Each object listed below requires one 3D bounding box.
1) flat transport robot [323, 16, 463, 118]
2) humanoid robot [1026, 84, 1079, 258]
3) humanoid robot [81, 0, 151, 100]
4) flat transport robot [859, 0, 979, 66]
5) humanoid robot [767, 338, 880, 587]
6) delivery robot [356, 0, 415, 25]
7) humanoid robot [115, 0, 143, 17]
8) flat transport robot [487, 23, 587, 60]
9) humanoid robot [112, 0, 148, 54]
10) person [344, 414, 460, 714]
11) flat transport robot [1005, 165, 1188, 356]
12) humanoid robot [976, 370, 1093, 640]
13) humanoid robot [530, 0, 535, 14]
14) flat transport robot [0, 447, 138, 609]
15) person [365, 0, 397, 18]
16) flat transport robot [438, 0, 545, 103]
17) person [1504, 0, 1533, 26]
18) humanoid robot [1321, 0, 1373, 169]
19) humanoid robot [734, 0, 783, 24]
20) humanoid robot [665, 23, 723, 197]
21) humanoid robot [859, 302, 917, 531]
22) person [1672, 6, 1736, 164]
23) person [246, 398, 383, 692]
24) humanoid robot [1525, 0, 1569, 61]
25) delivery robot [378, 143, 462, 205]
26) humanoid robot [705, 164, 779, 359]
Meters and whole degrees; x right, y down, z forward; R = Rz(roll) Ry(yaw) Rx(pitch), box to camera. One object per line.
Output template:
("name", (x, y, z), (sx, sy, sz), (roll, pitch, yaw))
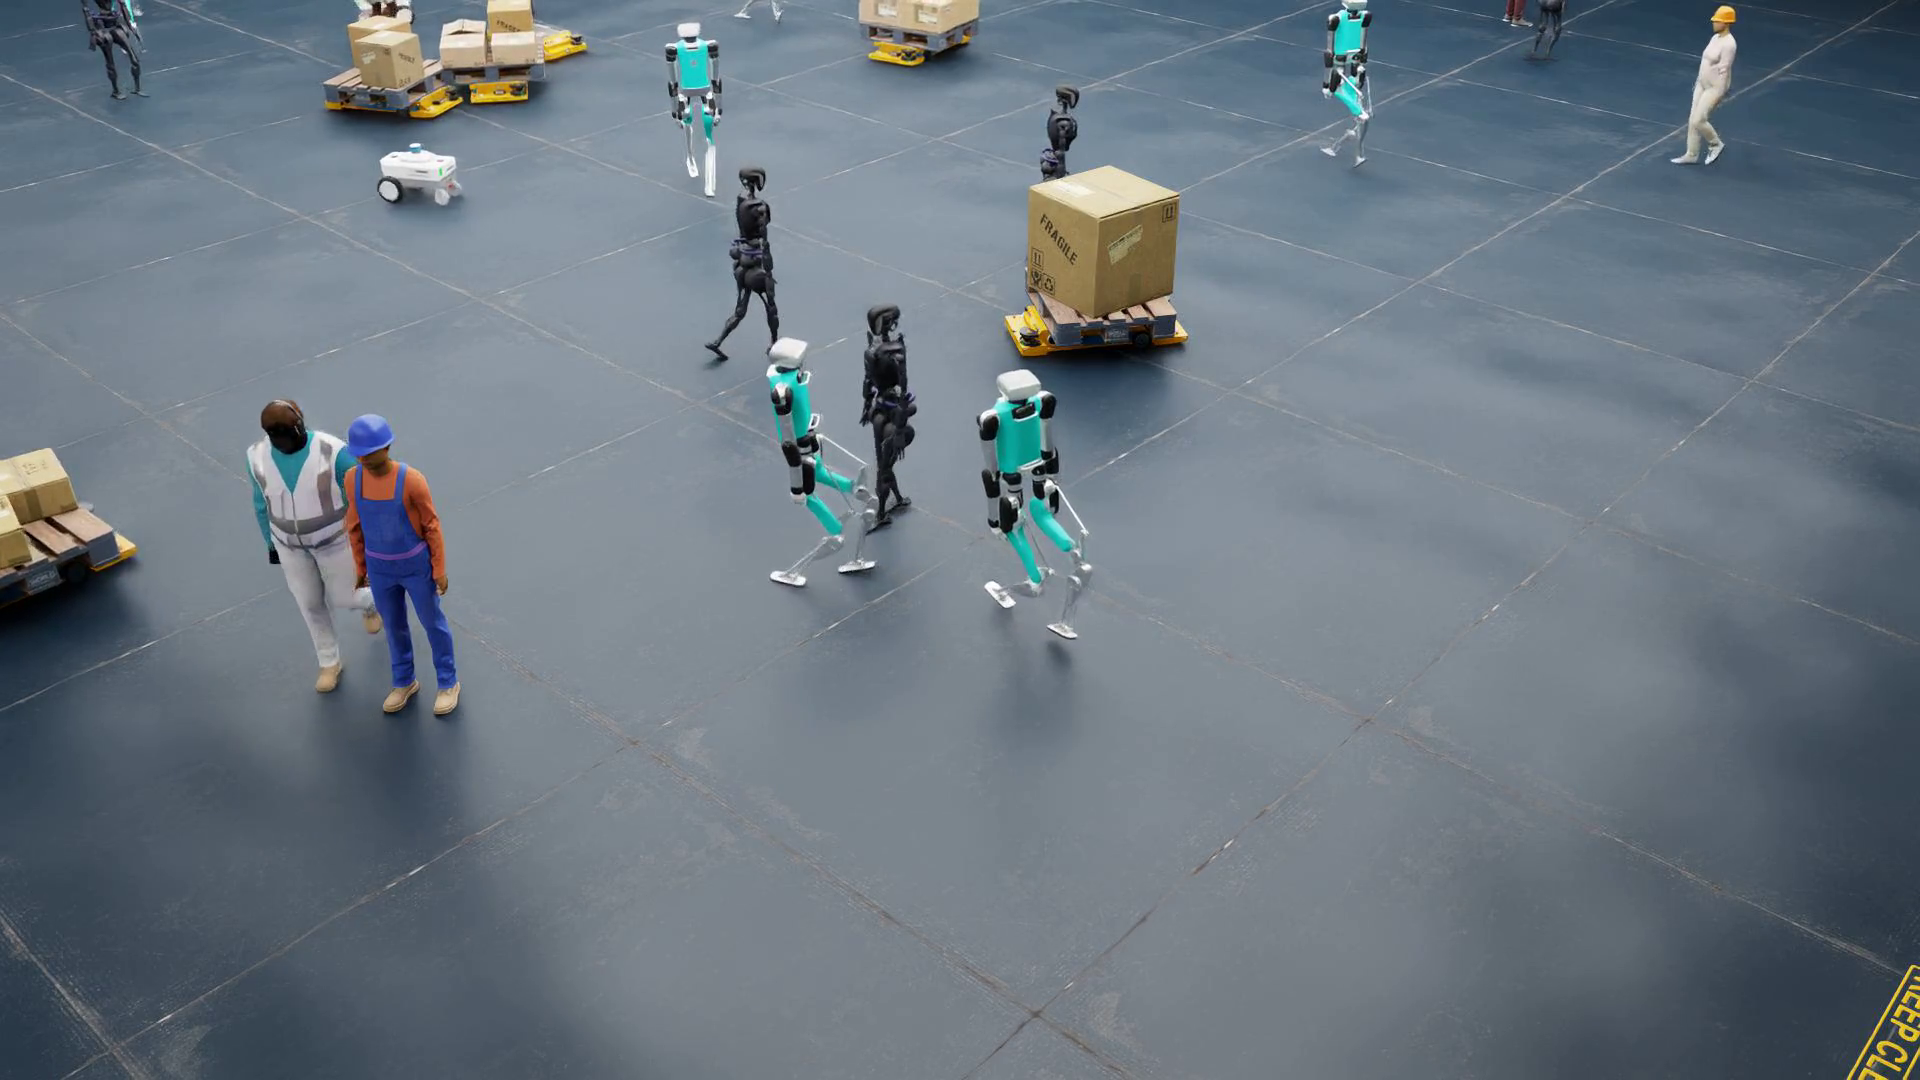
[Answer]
("flat transport robot", (-6.642, -5.172, 19.482), (1.431, 0.231, 0.659), (9, 33, 14))
("humanoid robot", (0.845, -3.382, 15.276), (0.446, 1.634, 0.587), (0, 32, 0))
("humanoid robot", (-9.939, -5.986, 19.458), (0.486, 1.645, 0.608), (17, 36, 26))
("flat transport robot", (-0.511, -6.413, 21.480), (0.659, 0.231, 1.431), (18, 36, 26))
("humanoid robot", (-0.797, -0.439, 10.503), (0.889, 1.778, 0.578), (2, 32, 3))
("delivery robot", (-7.808, -7.273, 22.605), (0.794, 0.606, 0.499), (-11, 33, -17))
("humanoid robot", (-11.569, -8.004, 22.641), (0.553, 1.777, 0.679), (-8, 33, -13))
("flat transport robot", (-5.609, -6.508, 21.634), (1.431, 0.231, 0.659), (20, 37, 29))
("humanoid robot", (-10.680, -6.937, 20.994), (0.544, 1.866, 0.669), (-12, 34, -18))
("person", (-3.155, 0.144, 9.367), (0.536, 1.908, 0.360), (3, 32, 5))
("flat transport robot", (1.146, -1.836, 14.111), (1.431, 0.231, 0.659), (-6, 32, -9))
("humanoid robot", (0.489, -0.116, 9.989), (0.548, 1.750, 1.038), (-20, 37, -29))
("humanoid robot", (-6.030, -8.093, 22.855), (0.616, 1.642, 0.346), (-15, 35, -22))
("flat transport robot", (-6.222, 0.202, 10.828), (0.659, 0.231, 1.431), (24, 39, 33))
("person", (-7.508, -7.162, 21.124), (0.637, 1.921, 0.451), (16, 35, 25))
("flat transport robot", (-5.626, -5.592, 20.158), (0.659, 0.231, 1.431), (-6, 32, -10))
("person", (7.635, -7.839, 22.322), (0.380, 1.806, 0.548), (-4, 32, -7))
("humanoid robot", (4.191, -4.751, 17.462), (0.531, 1.786, 1.018), (-14, 35, -22))
("humanoid robot", (-2.706, -7.873, 22.462), (0.916, 1.784, 0.541), (11, 34, 18))
("humanoid robot", (-2.716, -4.461, 16.987), (0.535, 1.775, 0.997), (-7, 33, -12))
("humanoid robot", (-0.504, -0.832, 11.162), (0.501, 1.652, 0.595), (-16, 35, -24))
("person", (7.869, -4.738, 17.439), (0.411, 1.680, 0.495), (-1, 32, -2))
("person", (-3.757, -0.027, 9.721), (0.638, 1.821, 0.625), (-1, 32, -1))
("humanoid robot", (7.420, -6.842, 20.845), (0.399, 1.645, 0.601), (-7, 33, -11))
("delivery robot", (-5.505, -3.715, 16.877), (0.790, 0.608, 0.499), (7, 33, 11))
("humanoid robot", (-1.741, -2.224, 13.451), (0.739, 1.646, 0.589), (-16, 35, -25))
